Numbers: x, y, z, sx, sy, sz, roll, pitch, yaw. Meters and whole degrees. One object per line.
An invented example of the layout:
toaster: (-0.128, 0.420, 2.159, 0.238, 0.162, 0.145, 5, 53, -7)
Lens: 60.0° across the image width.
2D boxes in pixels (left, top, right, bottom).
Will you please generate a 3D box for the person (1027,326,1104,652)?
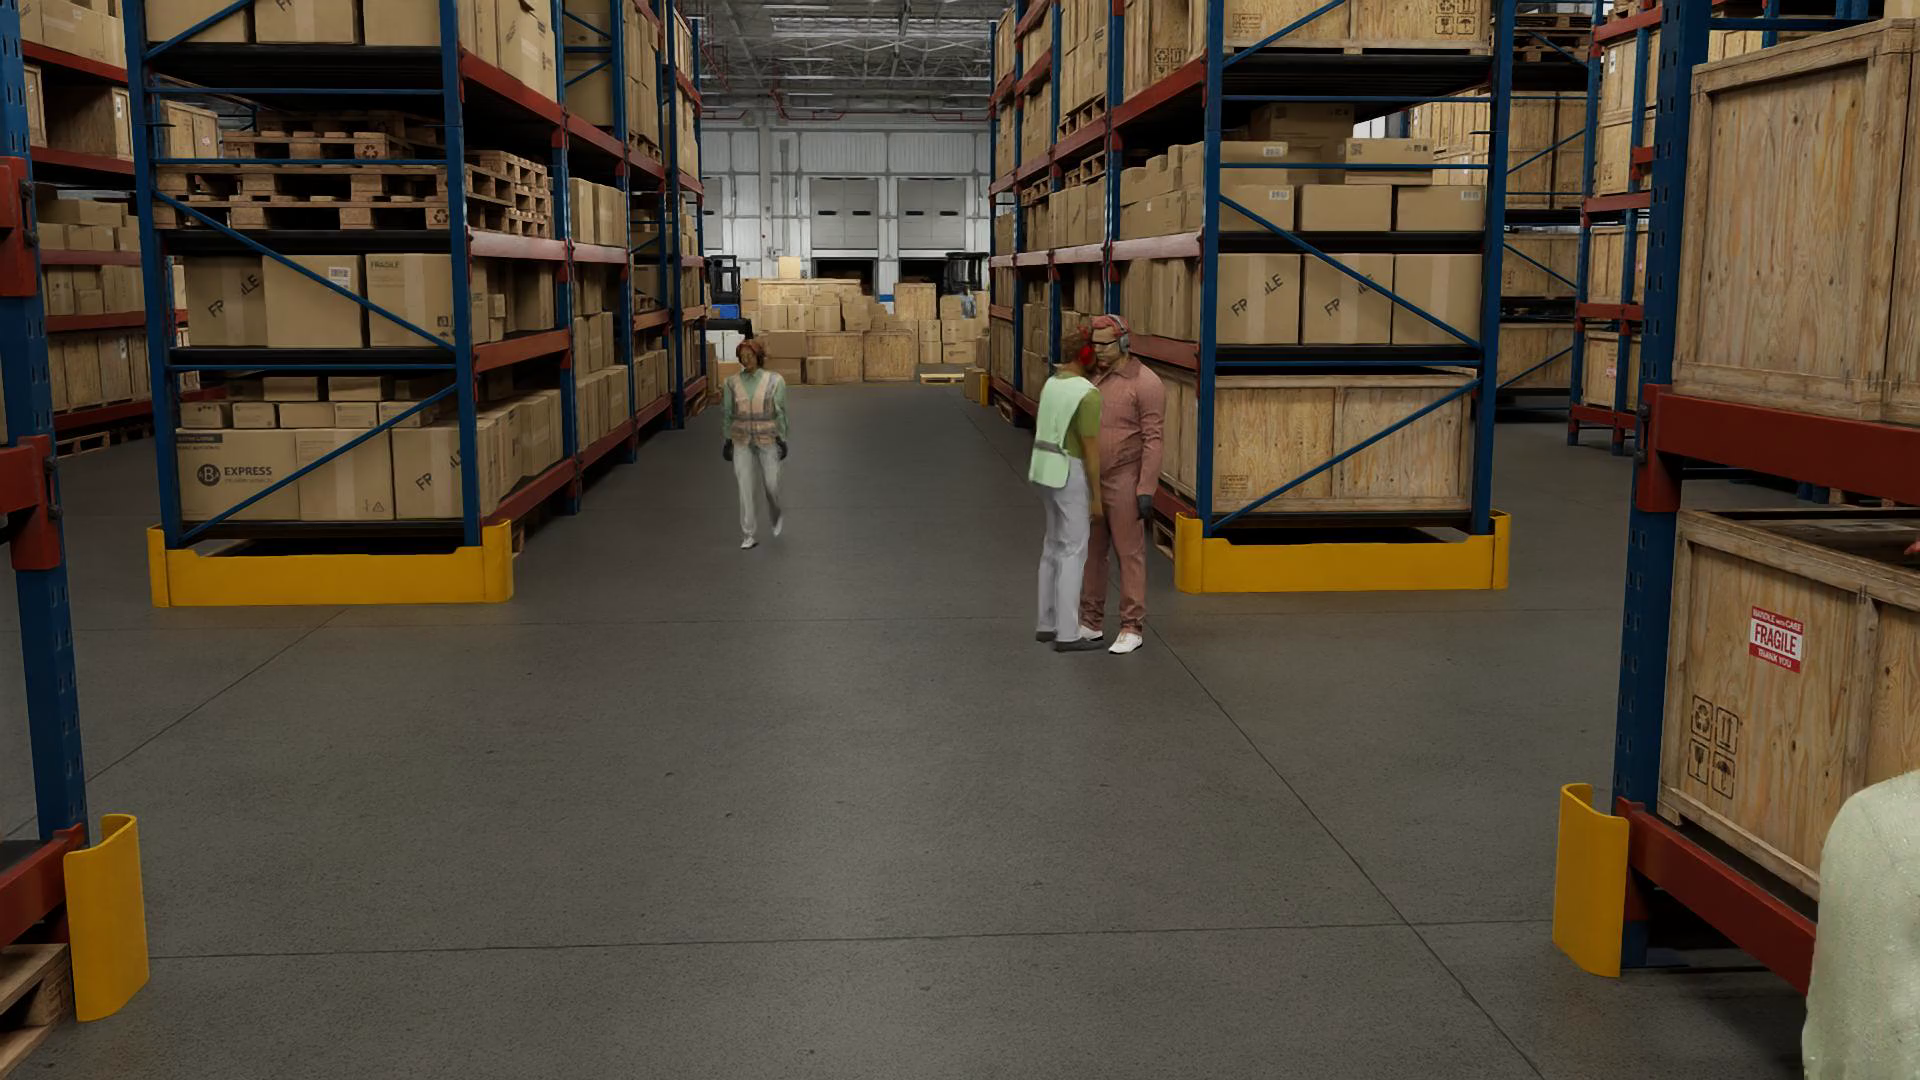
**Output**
person: (0.617, -0.282, 9.386, 0.417, 1.832, 0.594, -4, 10, -24)

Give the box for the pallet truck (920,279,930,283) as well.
pallet truck: (-0.932, -8.922, 63.114, 1.885, 1.965, 0.823, 2, 9, 13)

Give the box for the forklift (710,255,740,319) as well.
forklift: (-8.366, -8.713, 59.037, 1.129, 2.768, 1.873, -1, 9, -4)

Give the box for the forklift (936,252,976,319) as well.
forklift: (0.018, -7.528, 51.600, 1.129, 2.768, 1.873, -4, 10, -23)

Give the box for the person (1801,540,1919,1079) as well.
person: (1.186, 0.846, 1.831, 0.625, 1.976, 0.508, -2, 9, -9)

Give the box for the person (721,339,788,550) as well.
person: (-1.596, -0.754, 12.957, 0.537, 1.625, 0.467, 1, 9, 5)

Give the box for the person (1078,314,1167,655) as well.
person: (0.835, -0.315, 9.378, 0.638, 1.903, 0.408, 9, 13, 44)

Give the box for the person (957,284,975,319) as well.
person: (0.101, -6.411, 47.751, 0.626, 1.890, 1.009, -8, 12, -40)
